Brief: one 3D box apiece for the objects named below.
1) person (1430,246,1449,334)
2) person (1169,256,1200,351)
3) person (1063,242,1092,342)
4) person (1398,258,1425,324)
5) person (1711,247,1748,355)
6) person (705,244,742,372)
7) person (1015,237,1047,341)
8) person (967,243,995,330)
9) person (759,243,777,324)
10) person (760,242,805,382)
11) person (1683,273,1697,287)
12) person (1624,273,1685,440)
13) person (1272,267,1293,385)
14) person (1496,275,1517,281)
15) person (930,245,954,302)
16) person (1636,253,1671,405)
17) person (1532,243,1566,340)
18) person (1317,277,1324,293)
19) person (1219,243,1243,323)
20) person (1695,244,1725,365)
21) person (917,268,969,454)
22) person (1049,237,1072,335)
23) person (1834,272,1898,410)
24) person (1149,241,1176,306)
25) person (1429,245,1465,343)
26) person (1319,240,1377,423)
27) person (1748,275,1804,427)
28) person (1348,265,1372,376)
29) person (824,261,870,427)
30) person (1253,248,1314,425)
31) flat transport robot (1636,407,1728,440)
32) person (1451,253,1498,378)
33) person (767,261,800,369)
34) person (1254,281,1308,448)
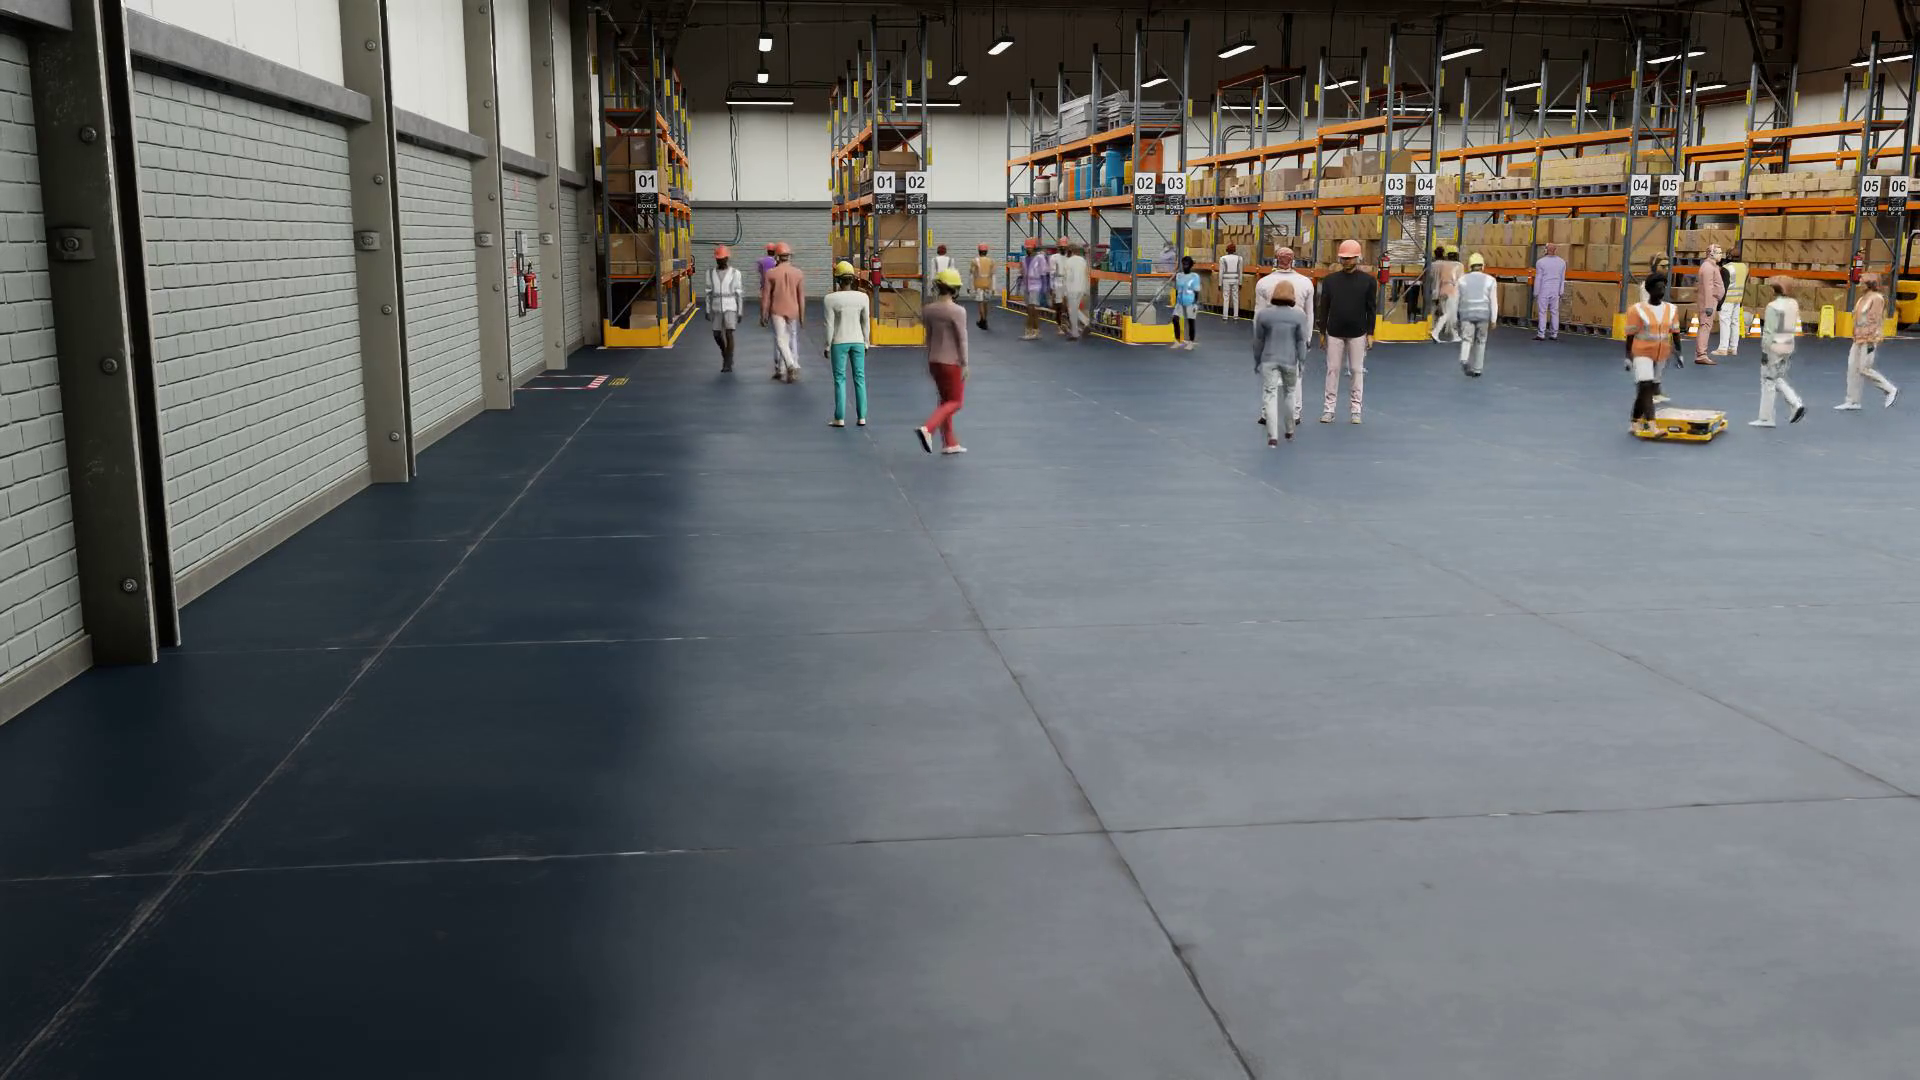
[{"bbox_3d":[10.041,-5.218,34.780,0.534,1.841,0.894,0,10,0],"label":"person"},{"bbox_3d":[3.981,-4.193,29.543,0.558,1.672,0.621,9,14,42],"label":"person"},{"bbox_3d":[2.219,-4.777,32.110,0.481,1.917,0.653,9,14,40],"label":"person"},{"bbox_3d":[10.260,-5.776,37.673,0.602,1.893,0.779,1,10,3],"label":"person"},{"bbox_3d":[13.212,-4.093,28.580,0.637,1.842,0.429,-6,12,-30],"label":"person"},{"bbox_3d":[-3.555,-3.496,25.113,0.579,1.917,0.601,2,10,10],"label":"person"},{"bbox_3d":[1.307,-4.868,32.376,0.644,2.000,0.893,9,14,40],"label":"person"},{"bbox_3d":[0.491,-5.576,36.622,0.563,1.885,1.012,-4,11,-20],"label":"person"},{"bbox_3d":[-4.427,-5.963,38.713,0.541,1.894,0.984,0,10,2],"label":"person"},{"bbox_3d":[-2.455,-3.187,23.318,0.651,1.957,0.939,-6,12,-29],"label":"person"},{"bbox_3d":[20.619,-7.437,46.826,0.604,1.867,1.004,-2,11,-11],"label":"person"},{"bbox_3d":[6.958,-1.825,16.626,0.549,1.648,0.853,-2,11,-11],"label":"person"},{"bbox_3d":[4.397,-2.984,22.790,0.309,1.735,0.484,4,11,22],"label":"person"},{"bbox_3d":[14.421,-6.968,43.923,0.614,1.990,0.392,0,10,-1],"label":"person"},{"bbox_3d":[-0.419,-6.114,39.691,0.596,1.832,0.979,-2,11,-11],"label":"person"},{"bbox_3d":[8.411,-2.556,20.169,0.378,1.839,0.549,10,14,44],"label":"person"},{"bbox_3d":[11.536,-4.869,32.655,0.652,1.906,0.402,-2,11,-13],"label":"person"},{"bbox_3d":[9.119,-6.472,41.618,0.631,1.842,0.428,1,10,7],"label":"person"},{"bbox_3d":[6.369,-6.044,39.164,0.573,1.883,0.356,-1,10,-6],"label":"person"},{"bbox_3d":[11.969,-3.754,26.543,0.409,1.907,0.651,4,11,21],"label":"person"},{"bbox_3d":[-0.163,-1.635,15.374,0.616,1.747,0.527,-9,14,-42],"label":"person"},{"bbox_3d":[2.130,-5.211,34.216,0.632,2.027,0.491,-2,10,-9],"label":"person"},{"bbox_3d":[10.616,-2.307,19.385,0.555,1.621,0.525,1,10,5],"label":"person"},{"bbox_3d":[5.978,-7.797,48.769,0.974,1.883,0.665,-8,13,-37],"label":"person"},{"bbox_3d":[9.374,-4.720,31.935,0.955,1.884,0.618,-6,12,-30],"label":"person"},{"bbox_3d":[4.215,-2.264,18.139,0.612,1.993,0.383,4,11,19],"label":"person"},{"bbox_3d":[8.698,-1.997,17.655,0.530,1.626,0.437,-7,12,-33],"label":"person"},{"bbox_3d":[5.909,-3.200,24.291,0.539,1.616,0.539,-2,11,-13],"label":"person"},{"bbox_3d":[-1.212,-2.088,17.790,0.523,1.772,0.303,-5,11,-24],"label":"person"},{"bbox_3d":[3.479,-2.190,17.965,0.652,1.906,0.409,0,10,-1],"label":"person"},{"bbox_3d":[7.385,-1.190,16.974,0.652,0.197,1.431,6,12,31],"label":"flat transport robot"},{"bbox_3d":[7.333,-3.187,23.723,0.636,1.805,0.637,3,11,17],"label":"person"},{"bbox_3d":[-2.704,-3.508,25.577,0.524,1.769,0.326,0,10,0],"label":"person"},{"bbox_3d":[3.129,-1.723,16.268,0.504,1.594,0.830,2,11,10],"label":"person"}]
